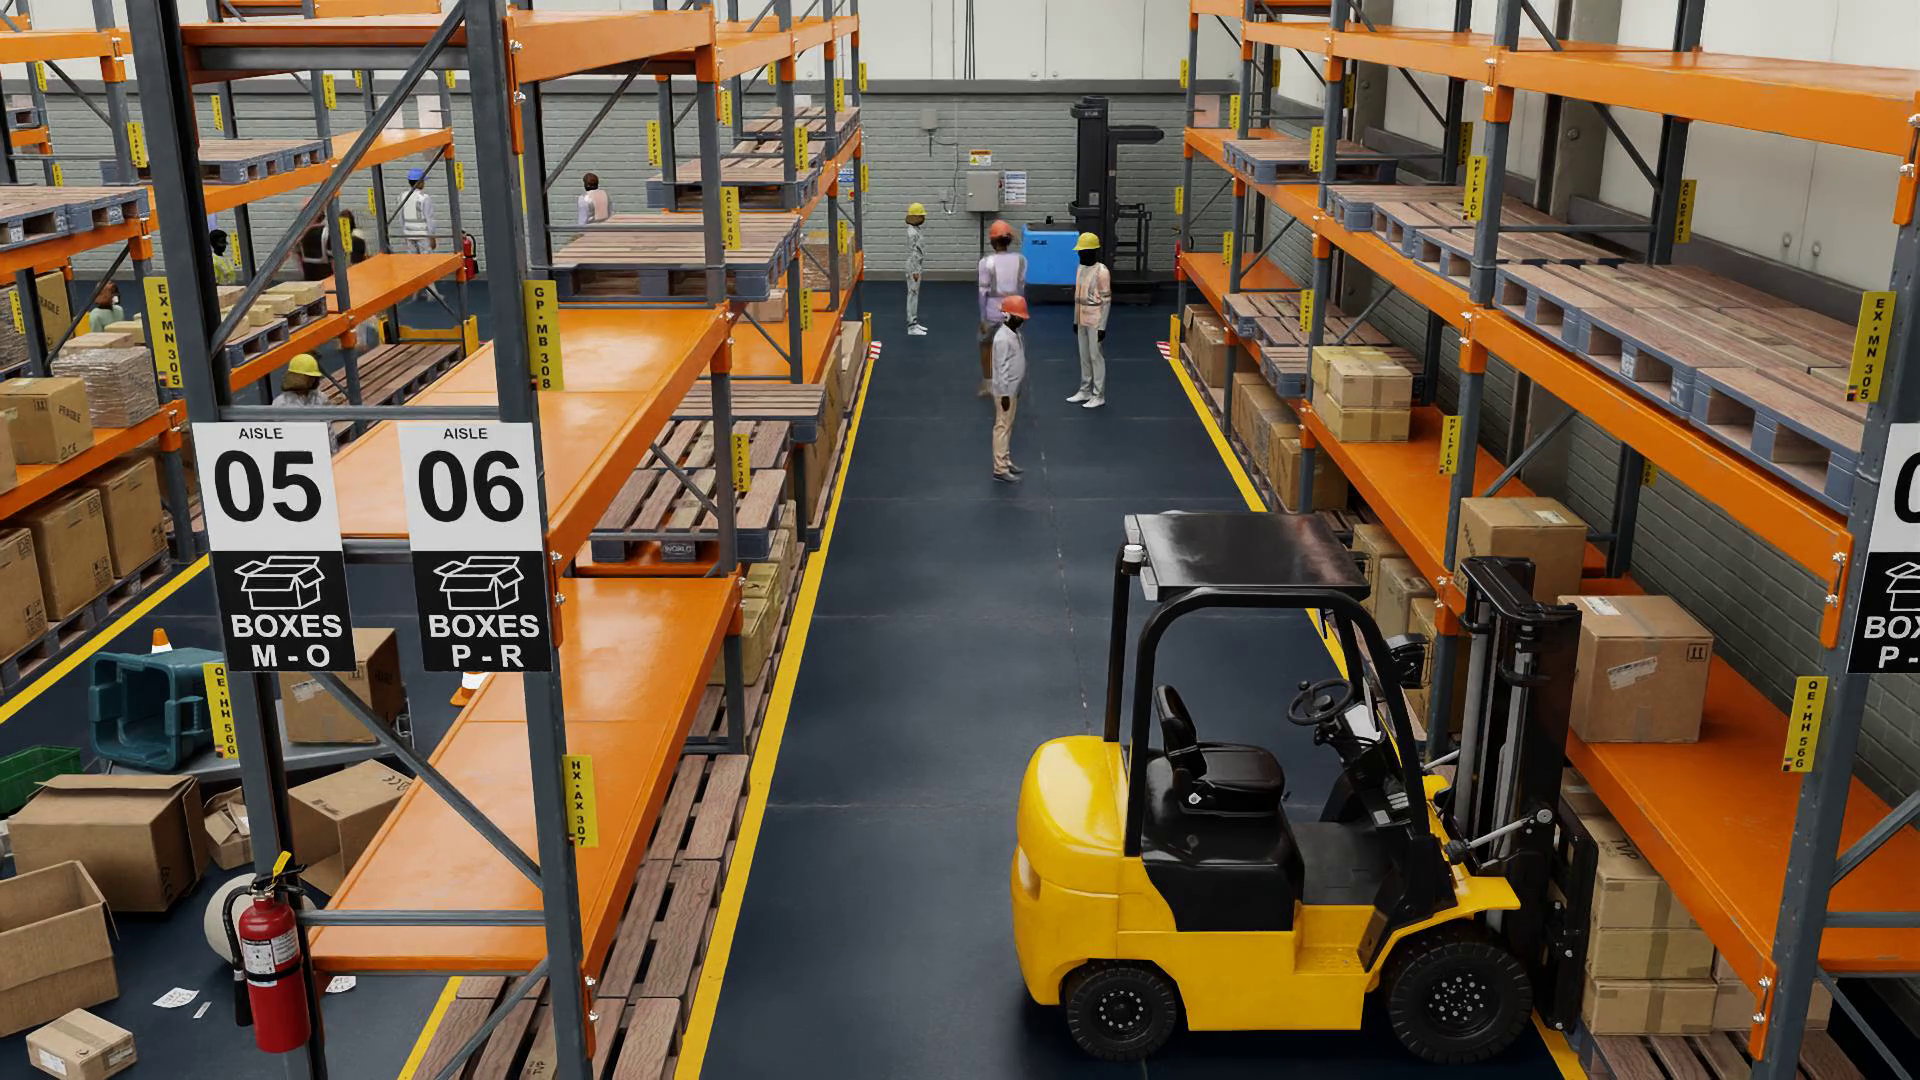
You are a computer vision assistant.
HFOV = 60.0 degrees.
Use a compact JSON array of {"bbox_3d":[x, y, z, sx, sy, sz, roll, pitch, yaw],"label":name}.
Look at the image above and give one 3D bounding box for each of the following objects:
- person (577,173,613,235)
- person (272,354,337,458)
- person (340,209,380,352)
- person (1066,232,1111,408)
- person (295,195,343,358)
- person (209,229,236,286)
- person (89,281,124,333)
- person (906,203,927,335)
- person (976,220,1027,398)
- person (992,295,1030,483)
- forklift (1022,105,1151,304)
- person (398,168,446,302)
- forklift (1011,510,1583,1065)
[{"bbox_3d":[-5.474,-4.558,24.904,0.429,1.844,0.624,13,22,33],"label":"person"},{"bbox_3d":[-5.150,-0.621,13.172,0.325,1.727,0.498,13,22,34],"label":"person"},{"bbox_3d":[-7.578,-3.272,21.060,0.552,1.820,0.644,-9,20,-25],"label":"person"},{"bbox_3d":[1.413,-2.414,18.285,0.384,1.924,0.593,-9,21,-26],"label":"person"},{"bbox_3d":[-8.001,-3.295,20.808,0.622,2.016,0.863,2,18,7],"label":"person"},{"bbox_3d":[-8.926,-2.914,20.153,0.322,1.699,0.536,-1,18,-4],"label":"person"},{"bbox_3d":[-8.668,-1.847,17.049,0.287,1.625,0.497,2,18,7],"label":"person"},{"bbox_3d":[-0.575,-3.624,22.234,0.296,1.744,0.488,1,18,2],"label":"person"},{"bbox_3d":[0.434,-2.542,18.510,0.624,2.022,0.608,-7,20,-21],"label":"person"},{"bbox_3d":[0.478,-1.425,15.582,0.347,1.742,0.564,4,19,12],"label":"person"},{"bbox_3d":[1.857,-4.944,24.441,1.873,2.768,1.129,0,18,0],"label":"forklift"},{"bbox_3d":[-7.975,-4.494,24.546,0.605,1.944,0.402,9,20,25],"label":"person"},{"bbox_3d":[1.387,1.055,7.378,2.313,2.155,1.214,0,18,0],"label":"forklift"}]
